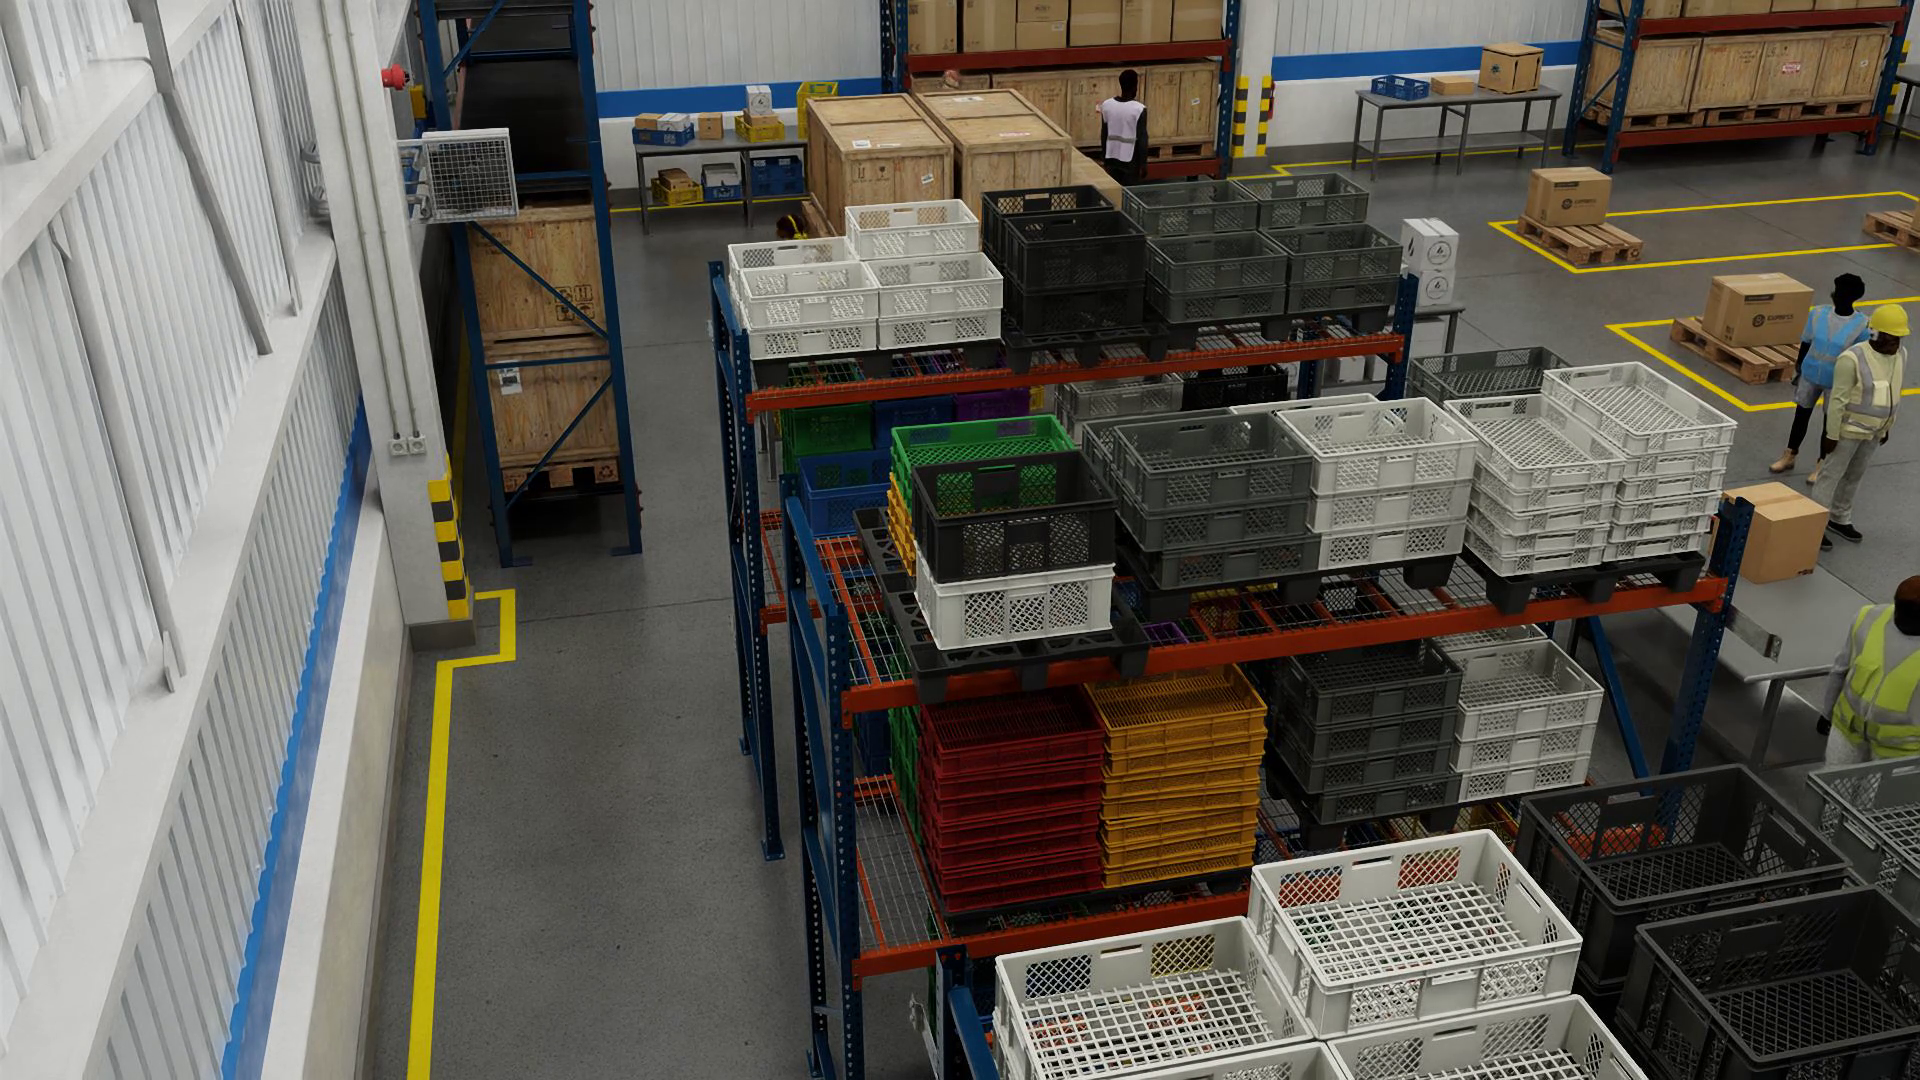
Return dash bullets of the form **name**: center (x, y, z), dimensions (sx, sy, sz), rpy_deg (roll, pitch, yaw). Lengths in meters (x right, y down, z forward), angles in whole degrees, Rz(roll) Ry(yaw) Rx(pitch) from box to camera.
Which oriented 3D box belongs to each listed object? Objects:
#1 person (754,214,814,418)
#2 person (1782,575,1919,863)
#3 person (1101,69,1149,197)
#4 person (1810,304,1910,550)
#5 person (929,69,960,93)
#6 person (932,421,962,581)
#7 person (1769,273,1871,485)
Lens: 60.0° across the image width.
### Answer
- **person**: center (-1.270, -1.855, 13.908), dimensions (0.983, 1.815, 0.530), rpy_deg (-5, 28, -10)
- **person**: center (4.681, 0.986, 8.476), dimensions (0.429, 1.839, 0.634), rpy_deg (-19, 33, -32)
- **person**: center (1.787, -4.154, 18.144), dimensions (0.593, 1.920, 0.391), rpy_deg (21, 34, 34)
- **person**: center (6.441, -0.814, 11.899), dimensions (0.600, 1.832, 0.404), rpy_deg (-11, 30, -21)
- **person**: center (-0.207, -4.273, 18.447), dimensions (0.665, 1.860, 0.630), rpy_deg (19, 33, 32)
- **person**: center (-0.138, -0.141, 10.567), dimensions (0.338, 1.882, 0.582), rpy_deg (-13, 30, -23)
- **person**: center (6.704, -1.251, 12.872), dimensions (0.317, 1.693, 0.540), rpy_deg (-20, 34, -33)
